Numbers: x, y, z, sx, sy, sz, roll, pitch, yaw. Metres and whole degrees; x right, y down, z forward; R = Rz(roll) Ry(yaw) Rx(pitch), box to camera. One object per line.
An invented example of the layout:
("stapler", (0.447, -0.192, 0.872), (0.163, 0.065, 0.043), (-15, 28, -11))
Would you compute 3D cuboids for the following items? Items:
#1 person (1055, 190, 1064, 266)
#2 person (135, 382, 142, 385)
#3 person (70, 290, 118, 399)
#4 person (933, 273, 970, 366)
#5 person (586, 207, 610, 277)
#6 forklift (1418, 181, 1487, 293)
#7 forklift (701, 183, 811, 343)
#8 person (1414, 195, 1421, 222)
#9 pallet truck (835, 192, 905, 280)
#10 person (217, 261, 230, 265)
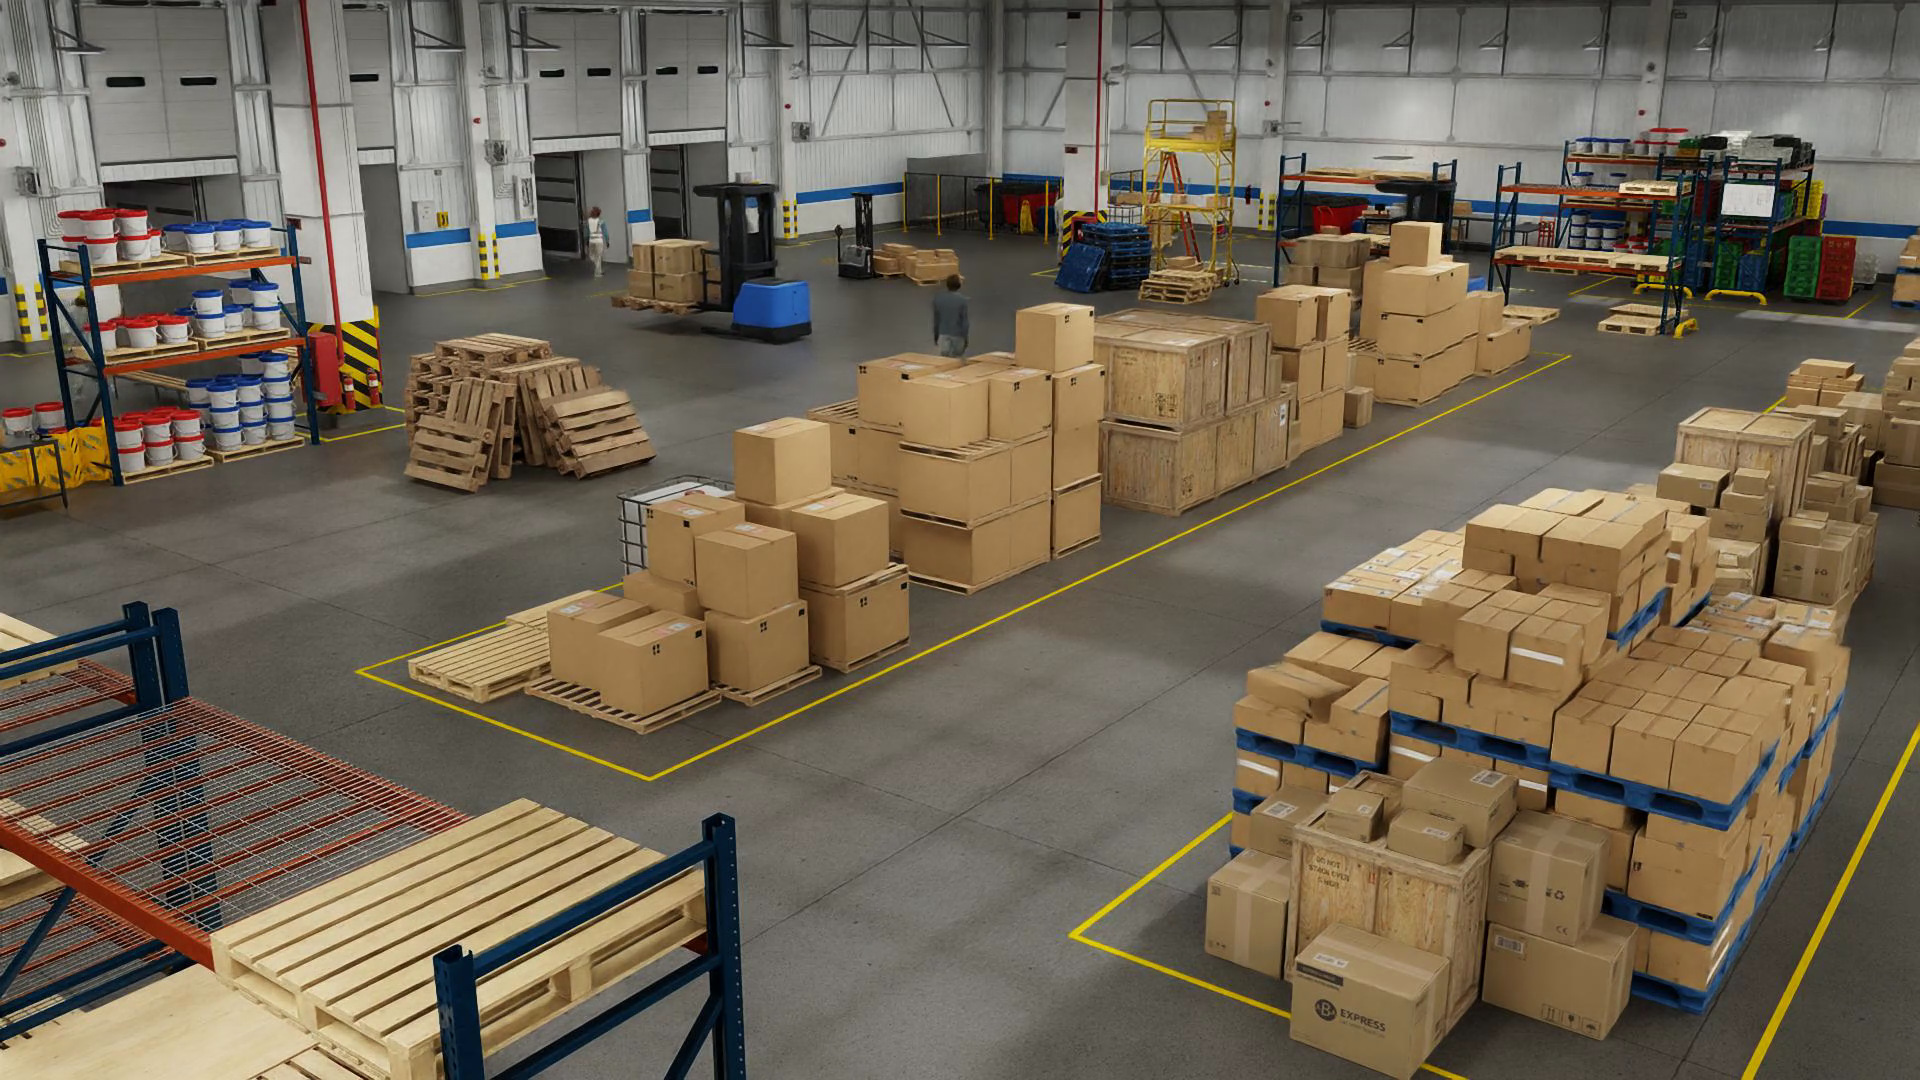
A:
("person", (2.611, -7.678, 40.802), (0.630, 1.940, 0.370), (12, 21, 35))
("person", (-13.242, -3.488, 27.157), (0.537, 1.797, 0.942), (6, 18, 19))
("person", (-13.620, -3.062, 25.942), (0.505, 1.689, 0.889), (6, 18, 20))
("person", (-0.149, -3.207, 26.035), (0.636, 1.917, 0.716), (7, 18, 21))
("person", (-8.467, -7.011, 39.131), (0.552, 1.613, 0.665), (9, 19, 27))
("forklift", (8.975, -5.370, 31.555), (1.873, 2.768, 1.129), (12, 21, 35))
("forklift", (-3.823, -5.204, 31.005), (1.873, 2.768, 1.129), (12, 21, 35))
("person", (11.785, -8.123, 42.274), (0.360, 1.939, 0.543), (-10, 19, -29))
("pallet truck", (-1.936, -7.159, 38.982), (1.885, 1.965, 0.823), (-12, 21, -34))
("person", (-12.377, -3.844, 28.201), (0.577, 1.883, 0.353), (15, 22, 40))
